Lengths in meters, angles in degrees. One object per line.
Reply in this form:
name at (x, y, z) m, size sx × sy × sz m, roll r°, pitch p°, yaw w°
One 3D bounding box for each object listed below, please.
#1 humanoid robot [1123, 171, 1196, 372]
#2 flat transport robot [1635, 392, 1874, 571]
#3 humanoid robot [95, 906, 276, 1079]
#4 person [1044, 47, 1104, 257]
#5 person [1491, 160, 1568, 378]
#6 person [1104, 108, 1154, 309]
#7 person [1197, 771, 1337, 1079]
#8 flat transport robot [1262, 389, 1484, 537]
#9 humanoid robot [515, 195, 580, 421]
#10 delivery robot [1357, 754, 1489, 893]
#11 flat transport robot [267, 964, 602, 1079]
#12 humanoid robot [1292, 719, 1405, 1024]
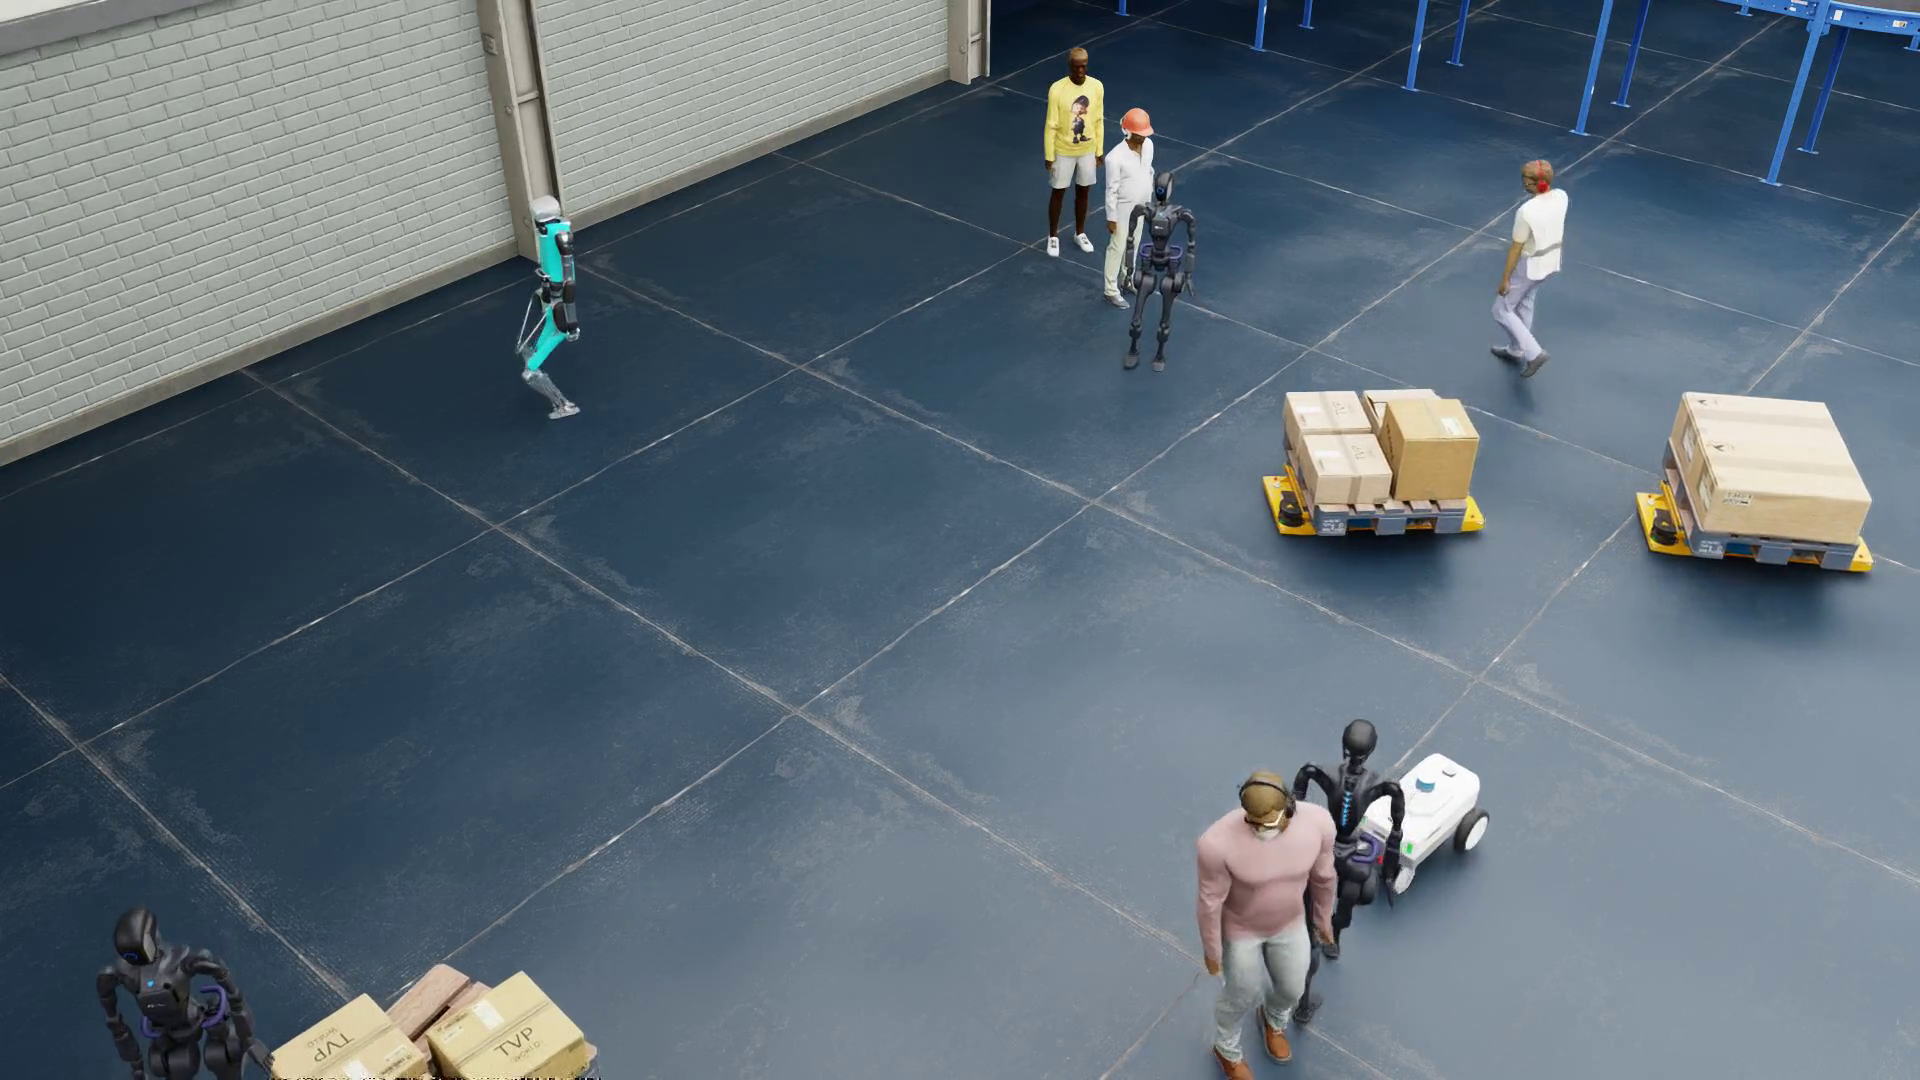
humanoid robot at (1.585, -2.107, 13.130) m, size 0.591 × 1.656 × 0.342 m, roll 8°, pitch 36°, yaw 11°
flat transport robot at (5.491, -0.100, 11.529) m, size 1.431 × 0.231 × 0.659 m, roll 5°, pitch 36°, yaw 8°
humanoid robot at (-3.281, 2.153, 7.151) m, size 0.586 × 1.647 × 0.359 m, roll -9°, pitch 36°, yaw -12°
person at (1.015, -3.470, 14.855) m, size 0.556 × 1.897 × 0.357 m, roll -8°, pitch 36°, yaw -12°
person at (4.491, -2.100, 13.002) m, size 0.625 × 1.812 × 0.590 m, roll -24°, pitch 42°, yaw -30°
person at (1.445, -2.814, 14.067) m, size 0.347 × 1.745 × 0.563 m, roll 28°, pitch 44°, yaw 33°
person at (1.361, 1.749, 7.555) m, size 0.664 × 1.922 × 0.543 m, roll -7°, pitch 36°, yaw -10°
flat transport robot at (2.925, -0.303, 11.813) m, size 1.431 × 0.231 × 0.659 m, roll -1°, pitch 35°, yaw -2°
humanoid robot at (-3.163, -1.642, 12.457) m, size 0.696 × 1.827 × 0.547 m, roll -20°, pitch 40°, yaw -26°
delivery robot at (2.499, 1.490, 9.037) m, size 0.767 × 0.581 × 0.499 m, roll -29°, pitch 45°, yaw -34°
flat transport robot at (-2.349, 2.732, 7.552) m, size 1.431 × 0.231 × 0.659 m, roll 19°, pitch 40°, yaw 25°
humanoid robot at (1.821, 1.564, 8.019) m, size 0.592 × 1.629 × 0.732 m, roll 11°, pitch 37°, yaw 15°
